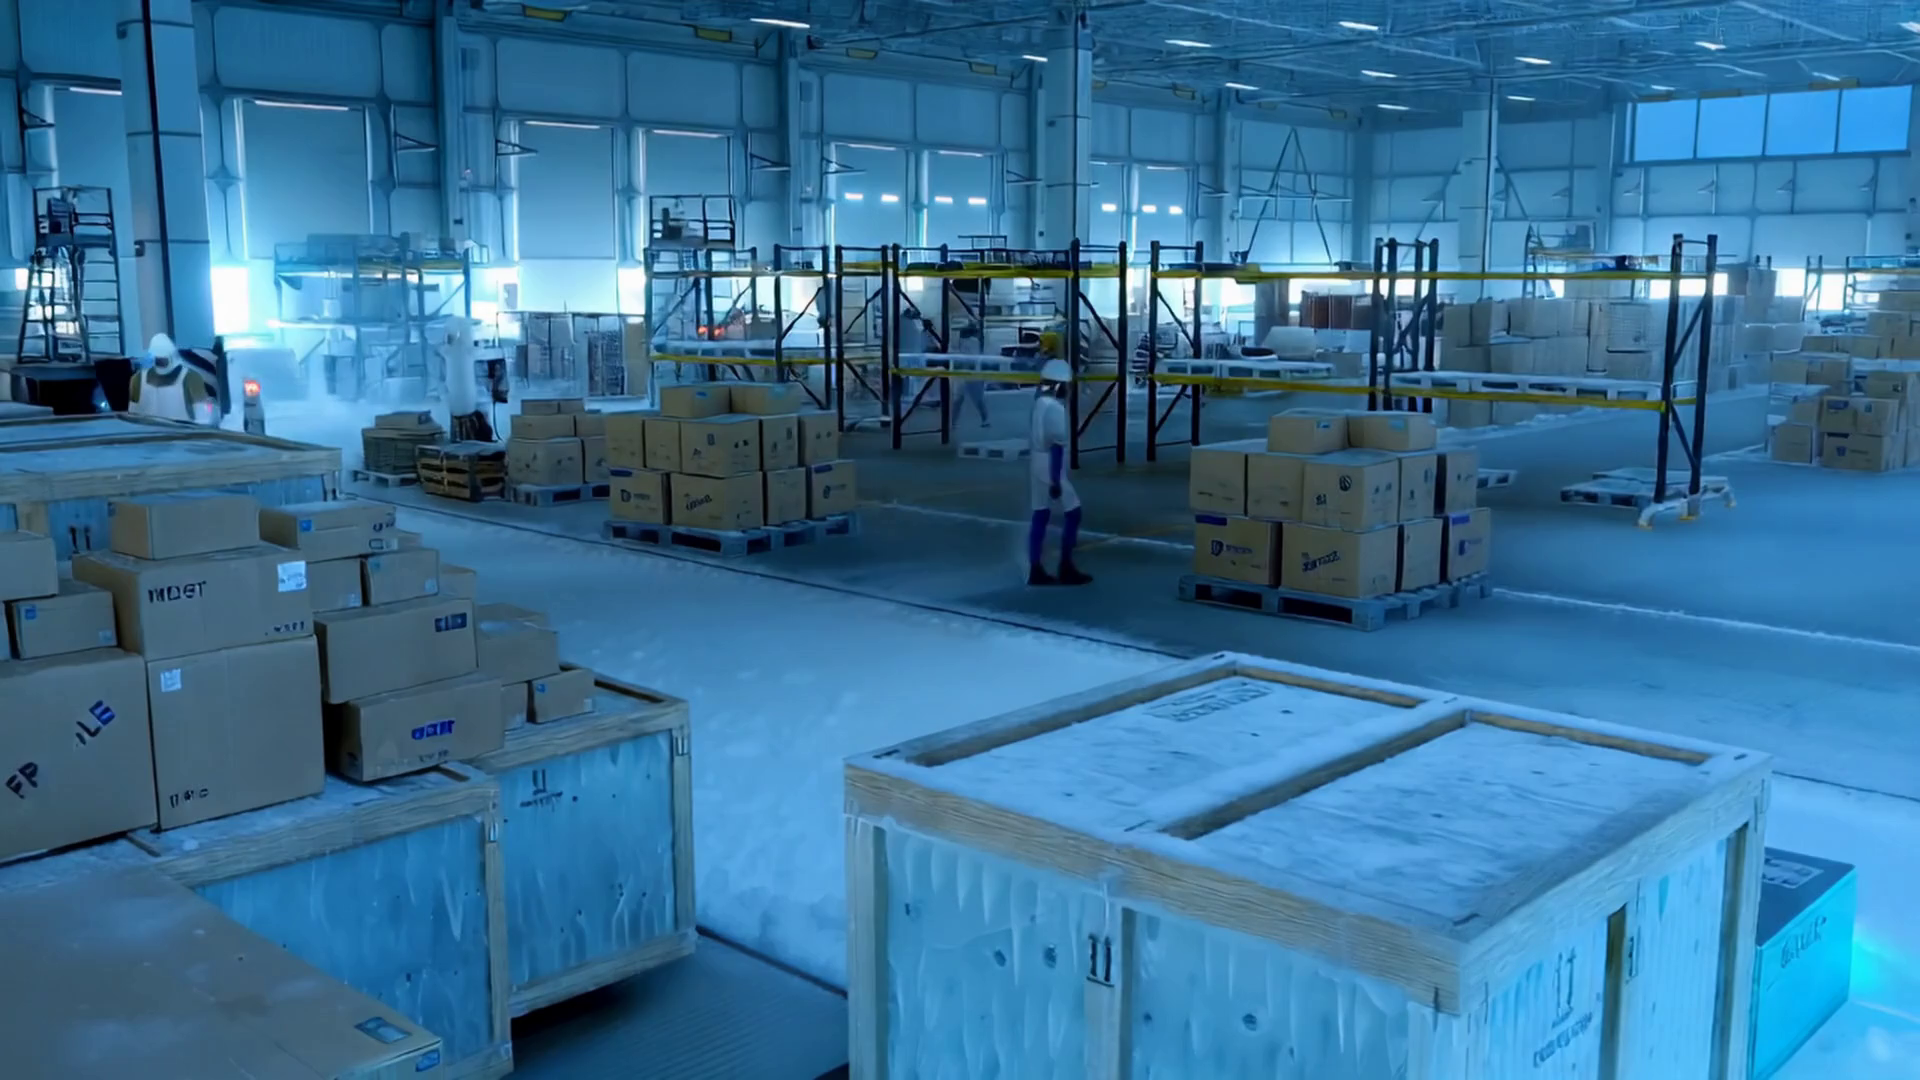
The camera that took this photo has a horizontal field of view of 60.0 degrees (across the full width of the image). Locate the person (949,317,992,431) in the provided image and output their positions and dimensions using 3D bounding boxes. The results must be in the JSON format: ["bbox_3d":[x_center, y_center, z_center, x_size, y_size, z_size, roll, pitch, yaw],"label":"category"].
[{"bbox_3d":[0.165,-2.729,27.364,0.983,1.881,0.604,-8,12,-42],"label":"person"}]

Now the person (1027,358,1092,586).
[{"bbox_3d":[0.862,-0.563,13.937,0.682,1.914,0.581,-3,10,-18],"label":"person"}]

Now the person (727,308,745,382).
[{"bbox_3d":[-4.138,-3.332,30.873,0.373,1.935,0.628,-1,9,-8],"label":"person"}]

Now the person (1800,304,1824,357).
[{"bbox_3d":[17.406,-3.856,34.072,0.631,1.939,0.372,-8,12,-40],"label":"person"}]

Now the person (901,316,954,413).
[{"bbox_3d":[-0.627,-3.226,30.671,0.970,1.801,0.621,1,9,5],"label":"person"}]

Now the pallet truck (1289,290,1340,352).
[{"bbox_3d":[11.297,-6.951,52.861,1.885,1.965,0.823,-5,11,-29],"label":"pallet truck"}]

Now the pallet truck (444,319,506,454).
[{"bbox_3d":[-6.981,-1.942,22.150,1.885,1.965,0.823,1,9,9],"label":"pallet truck"}]

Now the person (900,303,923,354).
[{"bbox_3d":[-1.141,-4.361,37.262,0.573,1.895,0.972,6,11,34],"label":"person"}]

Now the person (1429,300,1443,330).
[{"bbox_3d":[15.150,-6.792,52.910,0.552,1.659,0.799,4,10,24],"label":"person"}]

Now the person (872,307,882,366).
[{"bbox_3d":[-2.190,-5.394,44.450,0.313,1.633,0.518,-2,9,-10],"label":"person"}]

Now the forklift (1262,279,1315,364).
[{"bbox_3d":[8.555,-6.090,44.881,1.873,2.768,1.129,9,13,43],"label":"forklift"}]

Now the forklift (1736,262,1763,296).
[{"bbox_3d":[20.958,-5.997,44.311,1.873,2.768,1.129,9,13,43],"label":"forklift"}]

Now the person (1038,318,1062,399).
[{"bbox_3d":[1.715,-3.328,31.465,0.484,1.735,0.335,-5,10,-27],"label":"person"}]

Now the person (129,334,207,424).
[{"bbox_3d":[-7.910,-1.053,16.567,0.690,2.000,0.537,-1,9,-6],"label":"person"}]
